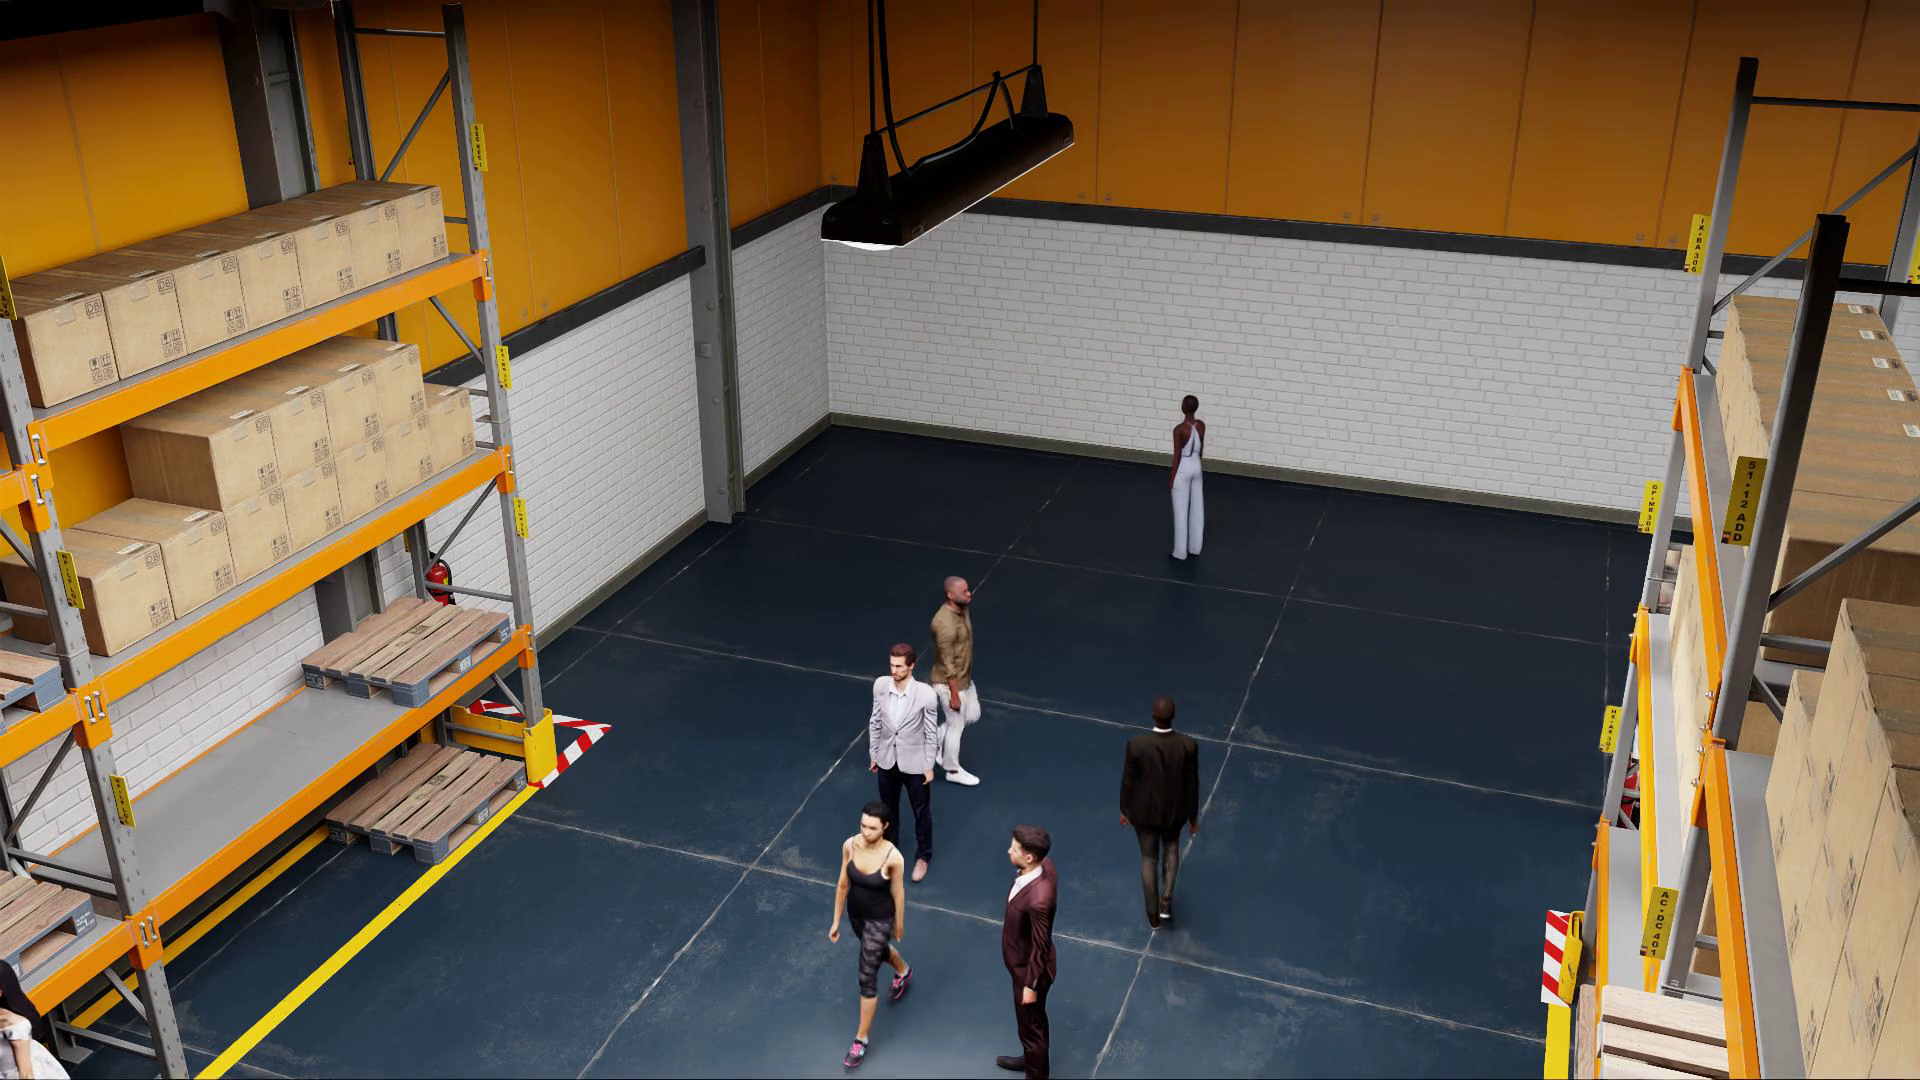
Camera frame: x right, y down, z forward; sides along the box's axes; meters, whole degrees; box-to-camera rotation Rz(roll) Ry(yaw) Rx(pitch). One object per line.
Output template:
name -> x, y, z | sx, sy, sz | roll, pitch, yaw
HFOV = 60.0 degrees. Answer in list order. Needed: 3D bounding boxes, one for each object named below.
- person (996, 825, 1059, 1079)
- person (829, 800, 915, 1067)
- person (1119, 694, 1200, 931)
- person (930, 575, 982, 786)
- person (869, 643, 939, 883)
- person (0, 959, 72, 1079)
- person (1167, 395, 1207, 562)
person -> 0.422, 2.500, 9.873 | 0.820, 1.864, 0.643 | 1, 24, 2
person -> -0.507, 2.348, 10.450 | 0.726, 1.682, 1.195 | 13, 27, 27
person -> 1.373, 1.905, 11.323 | 0.785, 1.794, 0.773 | 0, 24, -1
person -> -0.115, 1.110, 13.125 | 0.785, 1.807, 0.677 | 7, 25, 16
person -> -0.401, 1.572, 12.012 | 0.678, 1.852, 0.577 | 10, 25, 21
person -> -4.979, 2.971, 8.914 | 0.804, 1.769, 0.778 | -18, 29, -35
person -> 2.346, -0.644, 17.168 | 0.605, 1.783, 0.709 | -16, 28, -33
